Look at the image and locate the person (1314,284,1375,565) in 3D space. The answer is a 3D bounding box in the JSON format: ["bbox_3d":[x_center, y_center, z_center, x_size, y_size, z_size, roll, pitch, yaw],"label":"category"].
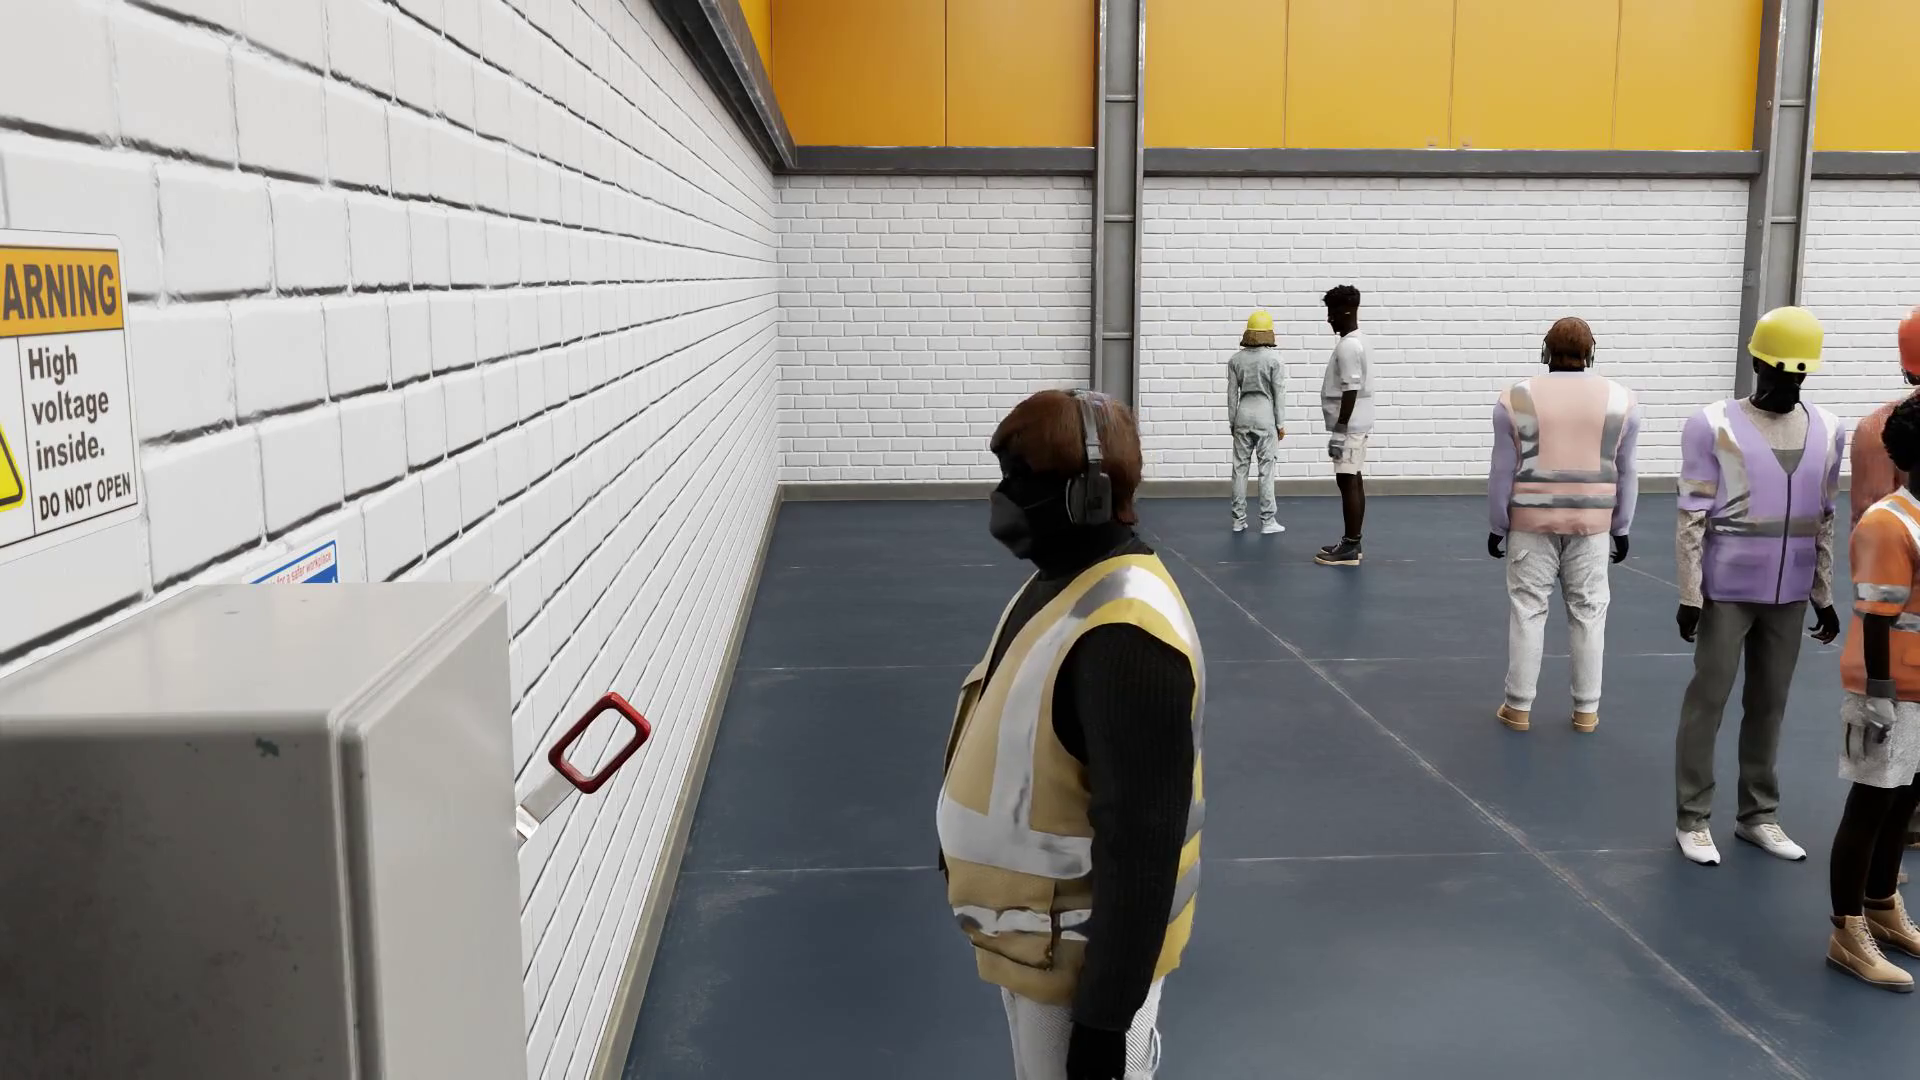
[{"bbox_3d":[2.701,-0.802,11.650,0.381,1.959,0.600,4,10,22],"label":"person"}]

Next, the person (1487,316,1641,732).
[{"bbox_3d":[2.654,-0.061,7.369,0.633,1.843,0.429,2,9,10],"label":"person"}]

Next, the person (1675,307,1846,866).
[{"bbox_3d":[2.750,0.164,5.719,0.585,1.917,0.382,-1,9,-7],"label":"person"}]

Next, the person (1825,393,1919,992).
[{"bbox_3d":[2.723,0.422,4.778,0.538,1.700,0.317,-7,12,-39],"label":"person"}]

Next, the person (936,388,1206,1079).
[{"bbox_3d":[0.175,0.673,2.782,0.429,1.845,0.635,-1,9,-6],"label":"person"}]

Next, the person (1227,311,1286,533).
[{"bbox_3d":[2.340,-0.924,13.092,0.484,1.744,0.294,6,11,33],"label":"person"}]

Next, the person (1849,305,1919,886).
[{"bbox_3d":[3.253,0.179,5.548,0.791,1.943,0.467,-4,10,-22],"label":"person"}]
